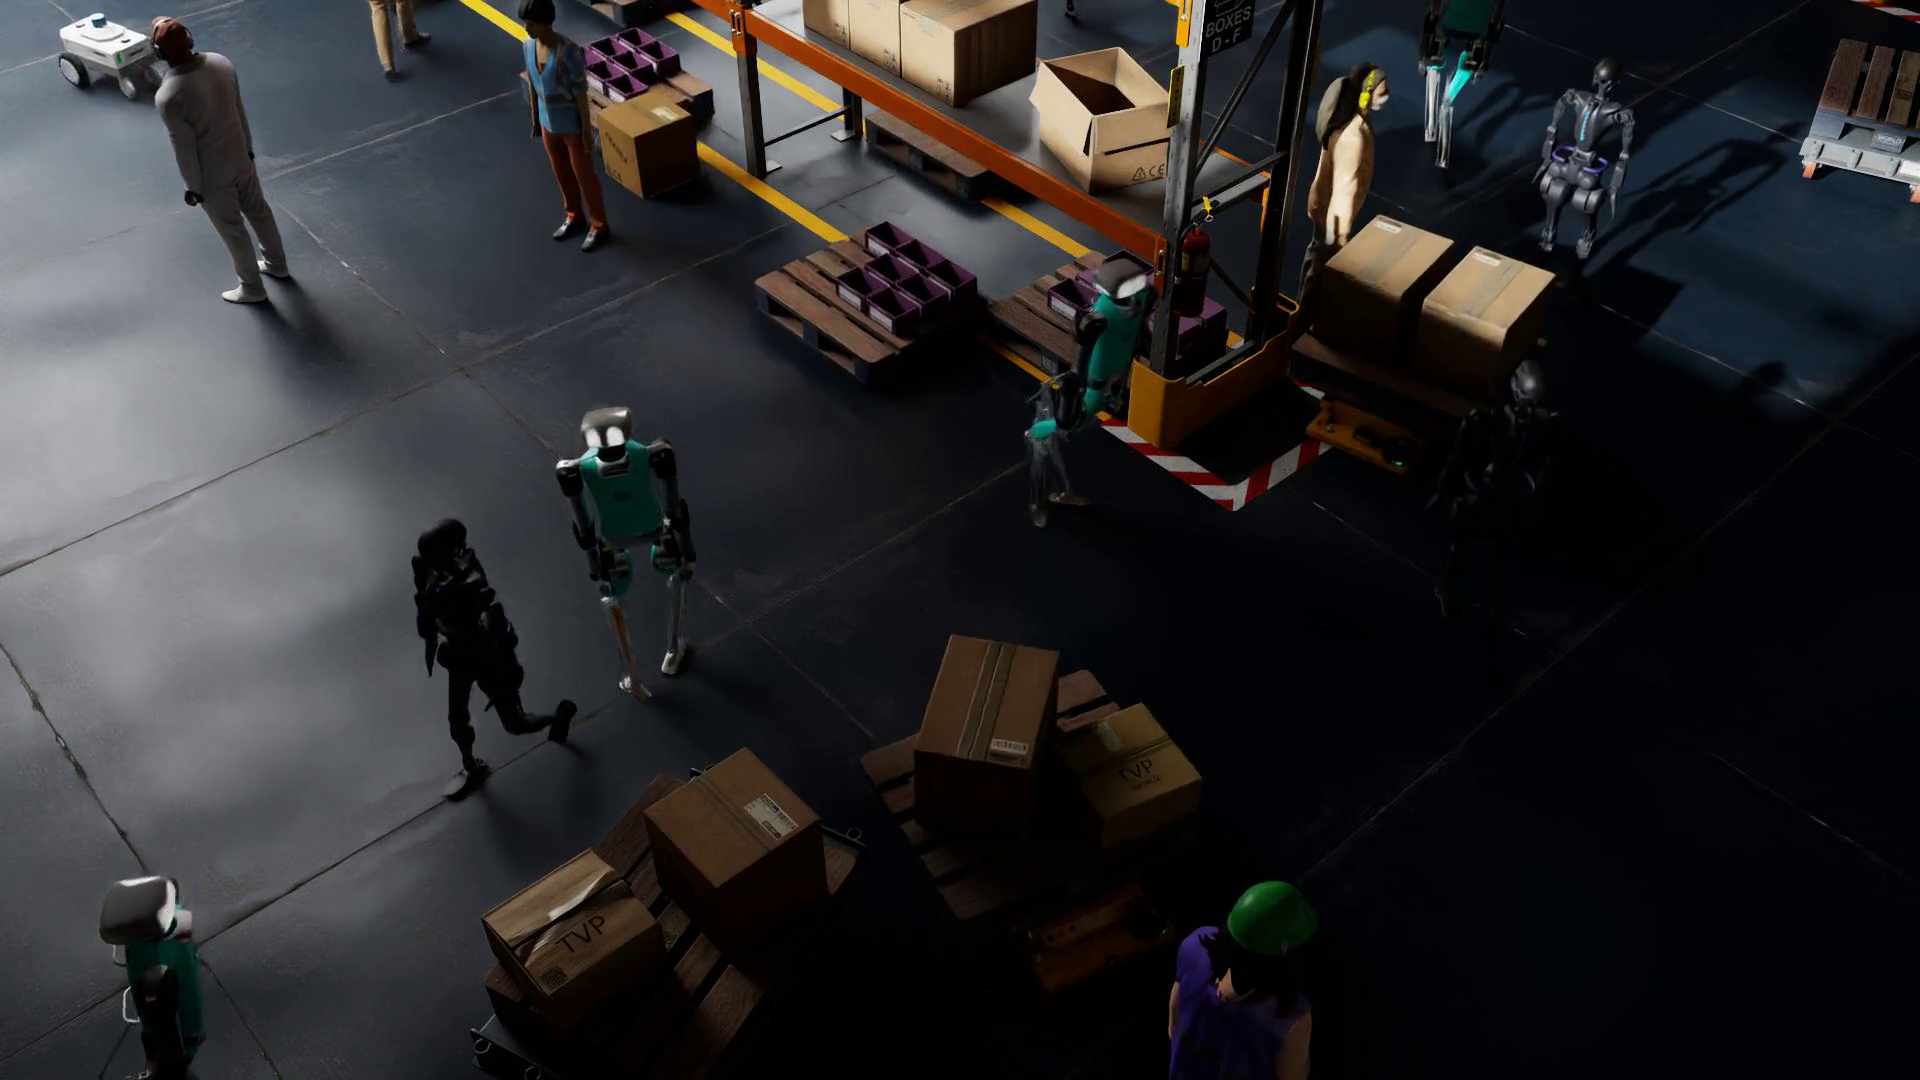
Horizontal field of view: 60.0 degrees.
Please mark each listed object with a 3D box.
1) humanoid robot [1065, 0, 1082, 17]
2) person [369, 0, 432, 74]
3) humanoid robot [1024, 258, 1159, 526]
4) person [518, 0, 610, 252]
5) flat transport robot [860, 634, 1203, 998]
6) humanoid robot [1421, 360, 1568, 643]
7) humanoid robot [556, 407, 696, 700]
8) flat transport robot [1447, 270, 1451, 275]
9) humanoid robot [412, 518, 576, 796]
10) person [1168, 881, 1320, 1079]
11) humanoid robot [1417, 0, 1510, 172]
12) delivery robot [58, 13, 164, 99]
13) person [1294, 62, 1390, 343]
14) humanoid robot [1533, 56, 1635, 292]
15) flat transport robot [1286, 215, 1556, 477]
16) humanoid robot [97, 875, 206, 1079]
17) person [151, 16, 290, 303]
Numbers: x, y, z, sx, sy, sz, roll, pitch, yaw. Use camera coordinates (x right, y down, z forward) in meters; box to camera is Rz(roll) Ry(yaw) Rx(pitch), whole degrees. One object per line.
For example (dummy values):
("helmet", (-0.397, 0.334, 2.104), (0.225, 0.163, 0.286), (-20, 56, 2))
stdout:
("humanoid robot", (0.950, -5.195, 13.745), (0.608, 1.624, 0.789), (-15, 45, -15))
("person", (-4.472, -4.504, 12.939), (0.556, 1.679, 0.805), (4, 43, 4))
("humanoid robot", (0.587, -0.808, 8.888), (0.794, 1.764, 0.542), (34, 52, 31))
("person", (-2.632, -2.761, 10.999), (0.503, 1.759, 0.330), (22, 47, 22))
("flat transport robot", (0.329, 1.370, 7.605), (0.659, 0.231, 1.431), (-19, 46, -20))
("humanoid robot", (2.635, -0.152, 8.232), (0.590, 1.641, 0.542), (0, 43, 0))
("humanoid robot", (-1.567, -0.004, 8.011), (0.573, 1.784, 0.729), (-10, 43, -10))
("flat transport robot", (2.892, -1.315, 10.526), (0.659, 0.231, 1.431), (4, 43, 5))
("humanoid robot", (-2.162, 0.491, 7.549), (0.590, 1.651, 0.673), (22, 47, 22))
("person", (0.956, 1.852, 5.855), (0.419, 1.928, 0.536), (-33, 52, -31))
("humanoid robot", (3.519, -3.486, 11.791), (0.556, 1.732, 1.002), (9, 43, 9))
("delivery robot", (-6.674, -3.841, 13.038), (0.738, 0.563, 0.499), (22, 47, 22))
("person", (2.288, -2.029, 10.127), (0.390, 1.869, 0.557), (7, 43, 8))
("humanoid robot", (3.928, -2.307, 10.561), (0.589, 1.657, 0.378), (31, 51, 29))
("flat transport robot", (2.736, -0.928, 10.104), (0.659, 0.231, 1.431), (27, 49, 26))
("humanoid robot", (-2.964, 1.911, 5.943), (0.816, 1.783, 0.572), (-13, 44, -14))
("person", (-4.695, -2.371, 10.468), (0.403, 1.905, 0.641), (12, 44, 13))
